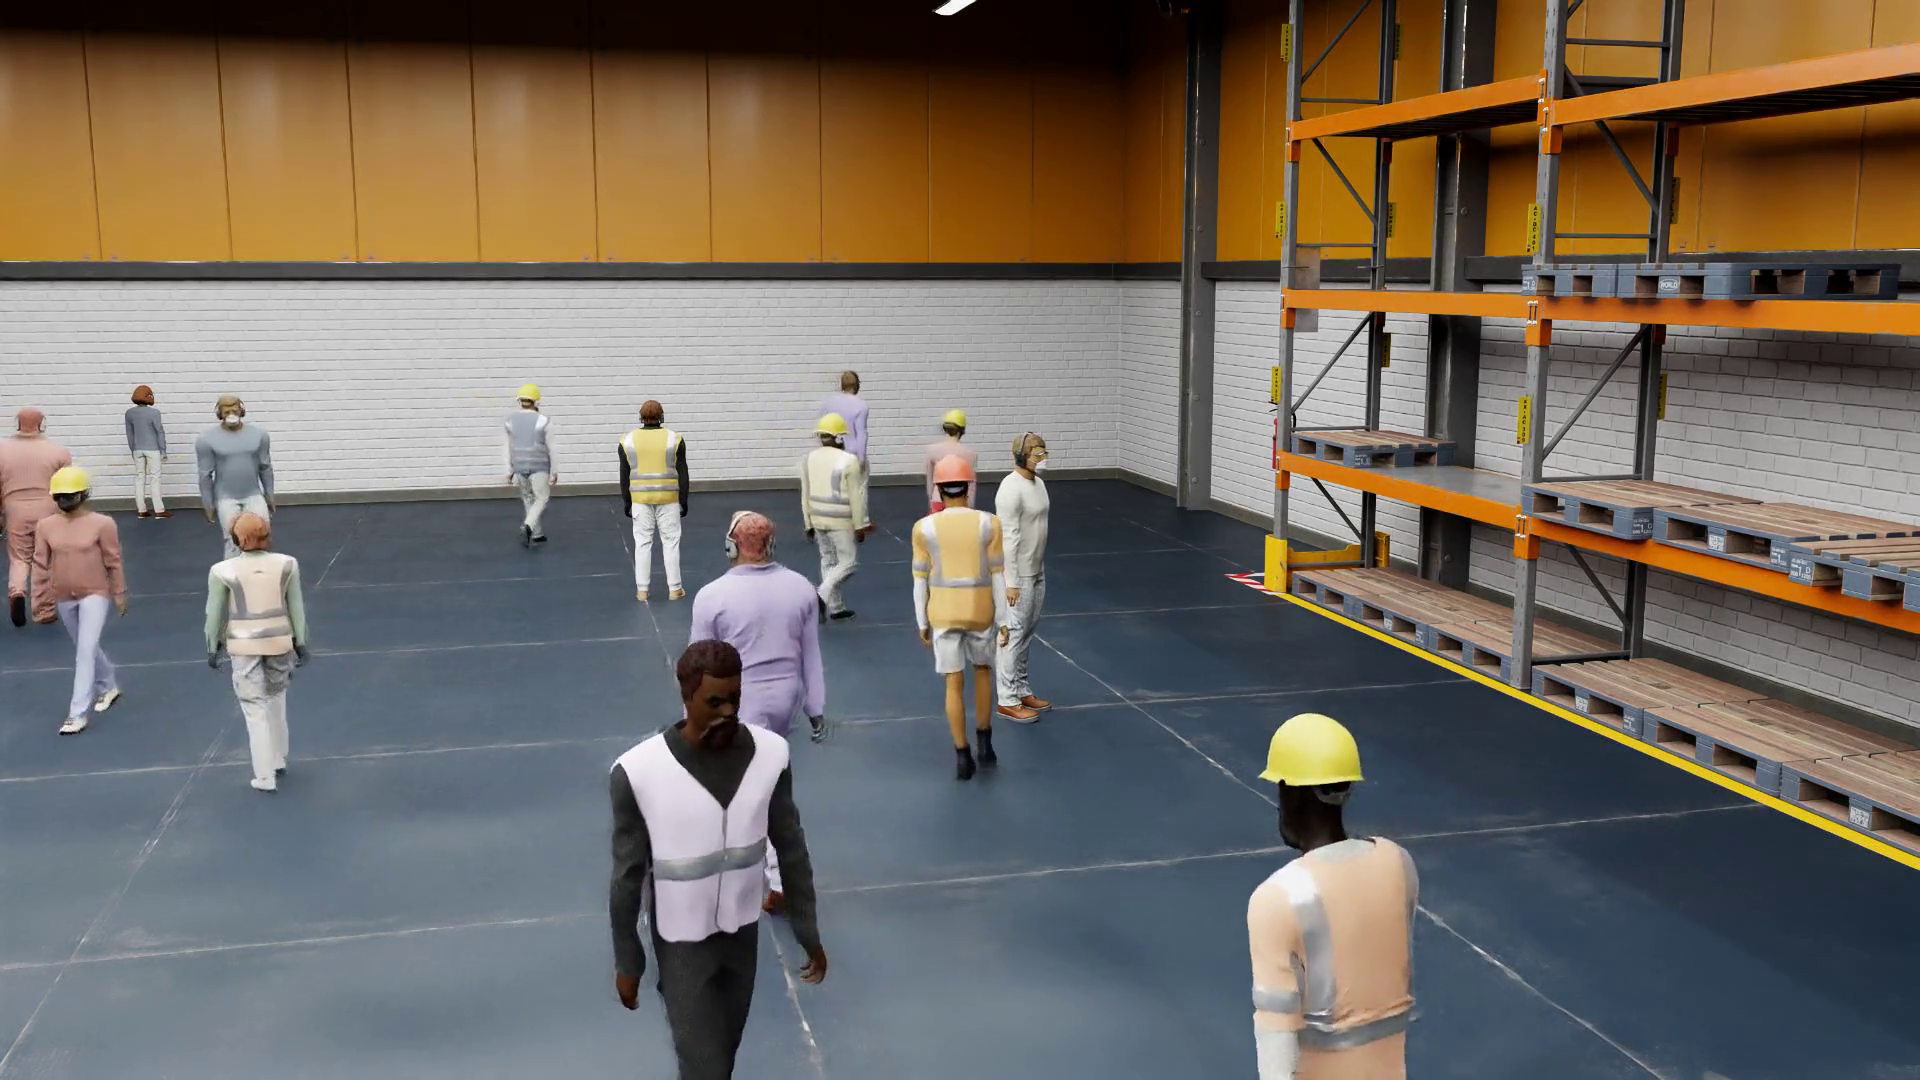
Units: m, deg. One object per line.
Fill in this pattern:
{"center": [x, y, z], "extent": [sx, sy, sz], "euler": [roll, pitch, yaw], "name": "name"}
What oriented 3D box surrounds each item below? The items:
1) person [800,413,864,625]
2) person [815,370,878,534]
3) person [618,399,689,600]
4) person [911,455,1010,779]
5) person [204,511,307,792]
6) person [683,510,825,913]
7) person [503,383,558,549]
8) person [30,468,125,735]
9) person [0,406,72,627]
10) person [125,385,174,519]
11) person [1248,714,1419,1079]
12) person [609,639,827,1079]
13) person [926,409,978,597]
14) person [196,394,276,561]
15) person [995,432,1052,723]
{"center": [-1.098, -0.161, 14.021], "extent": [0.605, 1.819, 0.610], "euler": [7, 11, 36], "name": "person"}
{"center": [-1.318, -0.966, 18.786], "extent": [0.632, 1.913, 0.941], "euler": [7, 11, 37], "name": "person"}
{"center": [-2.782, -0.360, 15.190], "extent": [0.627, 1.845, 0.429], "euler": [-1, 9, -4], "name": "person"}
{"center": [0.001, 0.453, 9.916], "extent": [0.582, 1.904, 0.562], "euler": [-1, 9, -3], "name": "person"}
{"center": [-4.114, 0.635, 9.692], "extent": [0.526, 1.615, 0.637], "euler": [-8, 12, -40], "name": "person"}
{"center": [-0.964, 0.793, 7.930], "extent": [0.672, 1.868, 0.971], "euler": [-7, 11, -37], "name": "person"}
{"center": [-4.653, -0.794, 18.009], "extent": [0.602, 1.806, 0.759], "euler": [2, 9, 11], "name": "person"}
{"center": [-5.848, 0.367, 11.042], "extent": [0.543, 1.719, 0.924], "euler": [0, 9, -1], "name": "person"}
{"center": [-7.785, -0.178, 13.961], "extent": [0.656, 1.880, 0.663], "euler": [-3, 10, -18], "name": "person"}
{"center": [-9.900, -1.071, 20.271], "extent": [0.499, 1.634, 0.289], "euler": [2, 9, 11], "name": "person"}
{"center": [0.899, 1.374, 4.279], "extent": [0.584, 1.863, 1.020], "euler": [-6, 11, -31], "name": "person"}
{"center": [-0.717, 1.232, 5.080], "extent": [0.619, 1.890, 0.700], "euler": [-8, 12, -39], "name": "person"}
{"center": [-0.093, -0.352, 15.448], "extent": [0.520, 1.736, 0.836], "euler": [3, 9, 16], "name": "person"}
{"center": [-6.455, -0.351, 14.891], "extent": [0.651, 1.915, 0.452], "euler": [-7, 11, -36], "name": "person"}
{"center": [0.425, 0.238, 11.156], "extent": [0.352, 1.937, 0.635], "euler": [3, 10, 20], "name": "person"}
